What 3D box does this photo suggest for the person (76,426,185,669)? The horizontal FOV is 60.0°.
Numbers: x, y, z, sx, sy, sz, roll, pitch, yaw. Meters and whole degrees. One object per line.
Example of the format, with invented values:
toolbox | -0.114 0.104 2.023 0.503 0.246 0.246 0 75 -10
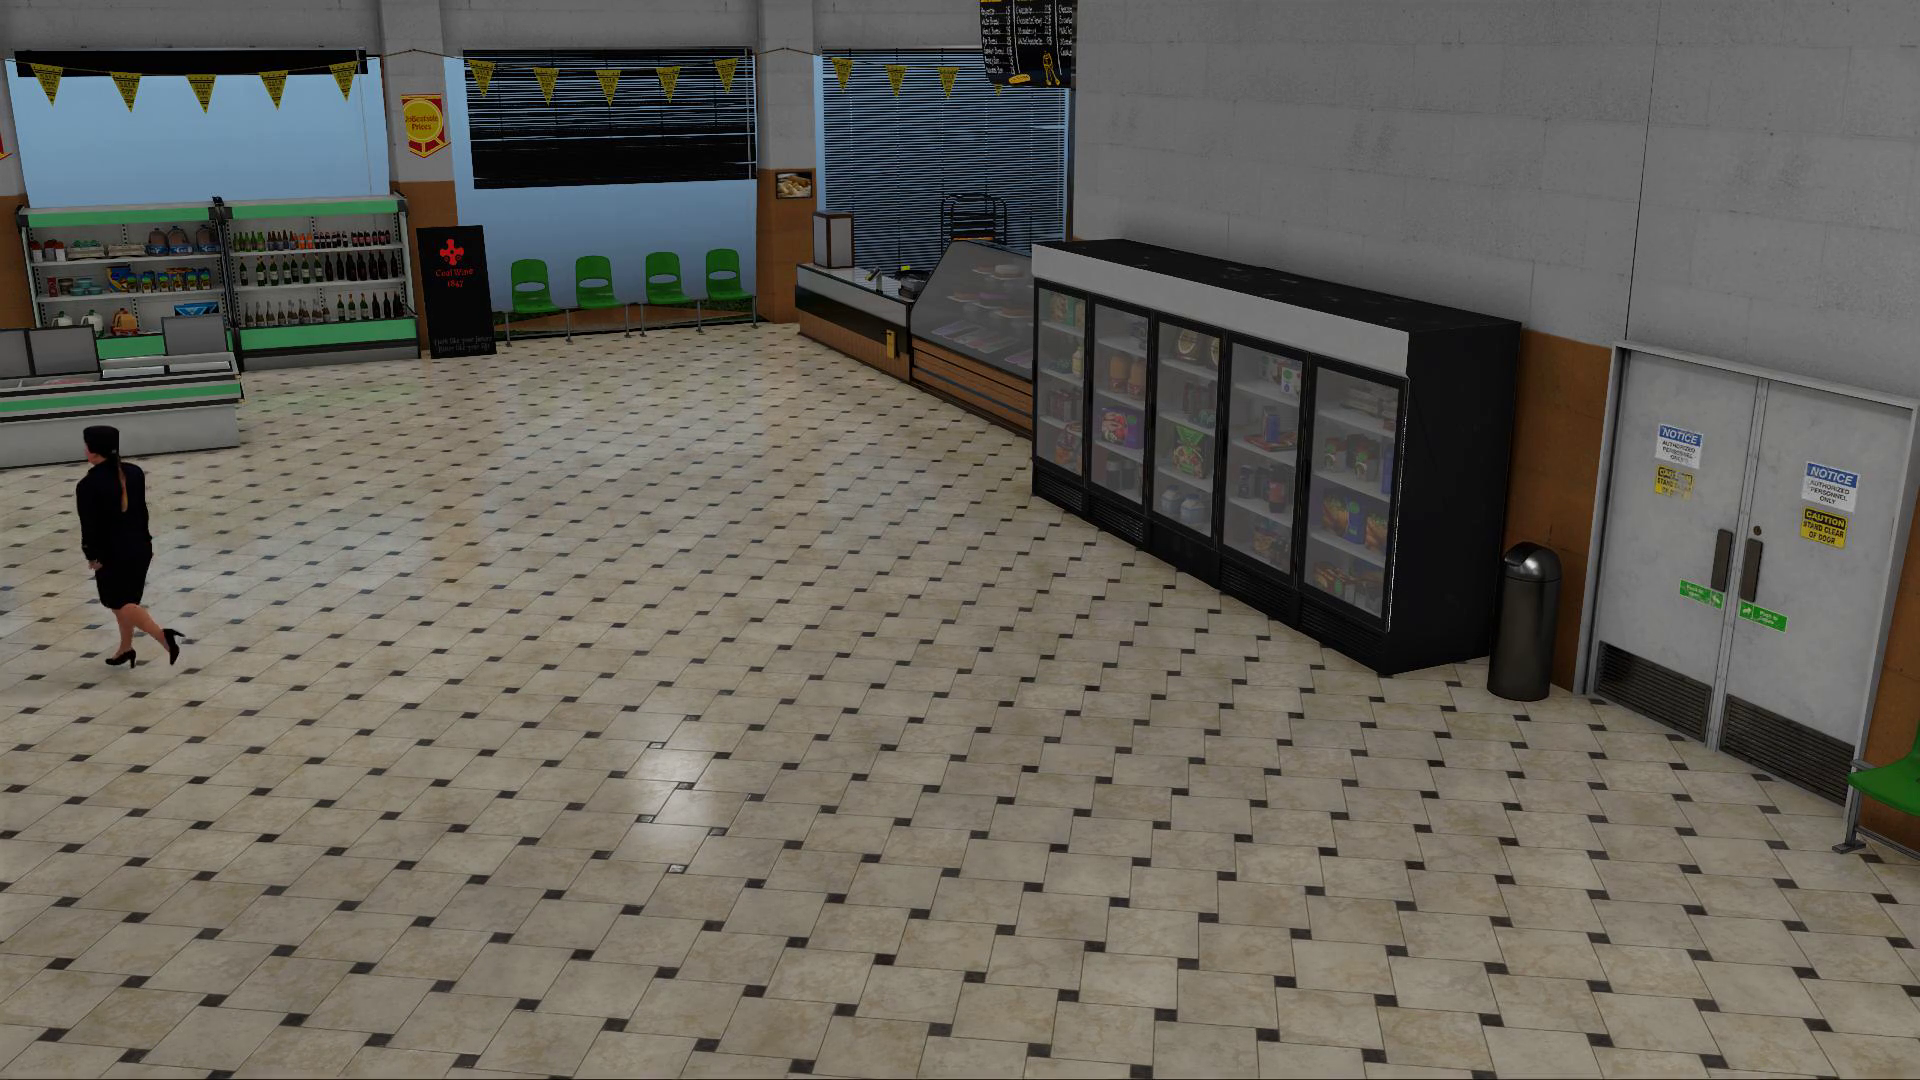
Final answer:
person | -5.429 0.095 10.856 1.092 1.656 1.017 5 18 16
